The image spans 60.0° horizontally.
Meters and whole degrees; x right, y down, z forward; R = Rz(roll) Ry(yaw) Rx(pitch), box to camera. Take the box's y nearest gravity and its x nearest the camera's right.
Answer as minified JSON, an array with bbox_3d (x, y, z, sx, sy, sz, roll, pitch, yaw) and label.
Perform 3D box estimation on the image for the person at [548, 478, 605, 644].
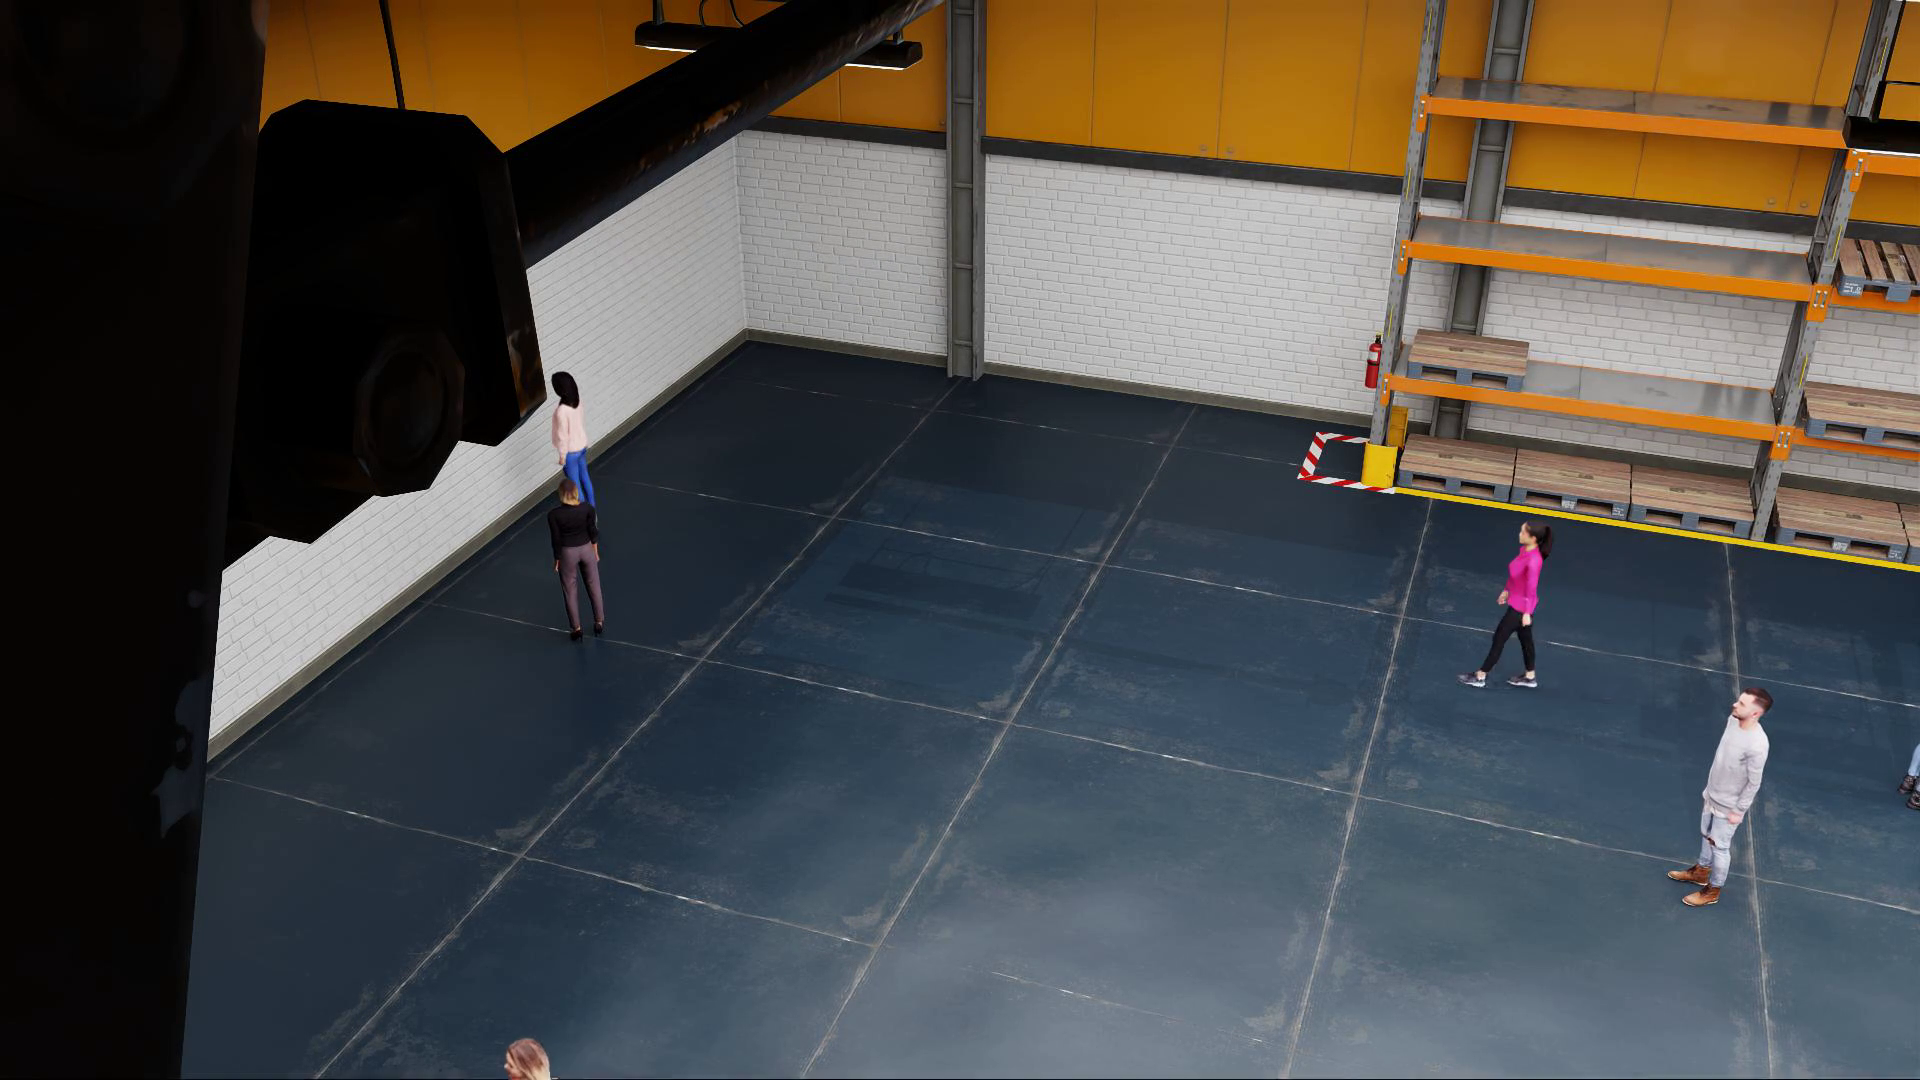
[{"bbox_3d":[-3.532,0.184,15.346,0.672,1.672,0.722,-14,32,-24],"label":"person"}]

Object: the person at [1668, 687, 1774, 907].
[{"bbox_3d":[5.591,1.846,12.122,0.694,1.840,0.755,0,29,1],"label":"person"}]

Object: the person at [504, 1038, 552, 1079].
[{"bbox_3d":[-2.278,3.432,9.392,1.097,1.671,1.080,-15,32,-25],"label":"person"}]

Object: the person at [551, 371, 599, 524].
[{"bbox_3d":[-4.017,-0.930,17.288,0.549,1.768,0.652,8,30,14],"label":"person"}]

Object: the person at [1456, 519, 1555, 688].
[{"bbox_3d":[5.019,0.595,14.589,0.978,1.674,0.682,5,29,9],"label":"person"}]
